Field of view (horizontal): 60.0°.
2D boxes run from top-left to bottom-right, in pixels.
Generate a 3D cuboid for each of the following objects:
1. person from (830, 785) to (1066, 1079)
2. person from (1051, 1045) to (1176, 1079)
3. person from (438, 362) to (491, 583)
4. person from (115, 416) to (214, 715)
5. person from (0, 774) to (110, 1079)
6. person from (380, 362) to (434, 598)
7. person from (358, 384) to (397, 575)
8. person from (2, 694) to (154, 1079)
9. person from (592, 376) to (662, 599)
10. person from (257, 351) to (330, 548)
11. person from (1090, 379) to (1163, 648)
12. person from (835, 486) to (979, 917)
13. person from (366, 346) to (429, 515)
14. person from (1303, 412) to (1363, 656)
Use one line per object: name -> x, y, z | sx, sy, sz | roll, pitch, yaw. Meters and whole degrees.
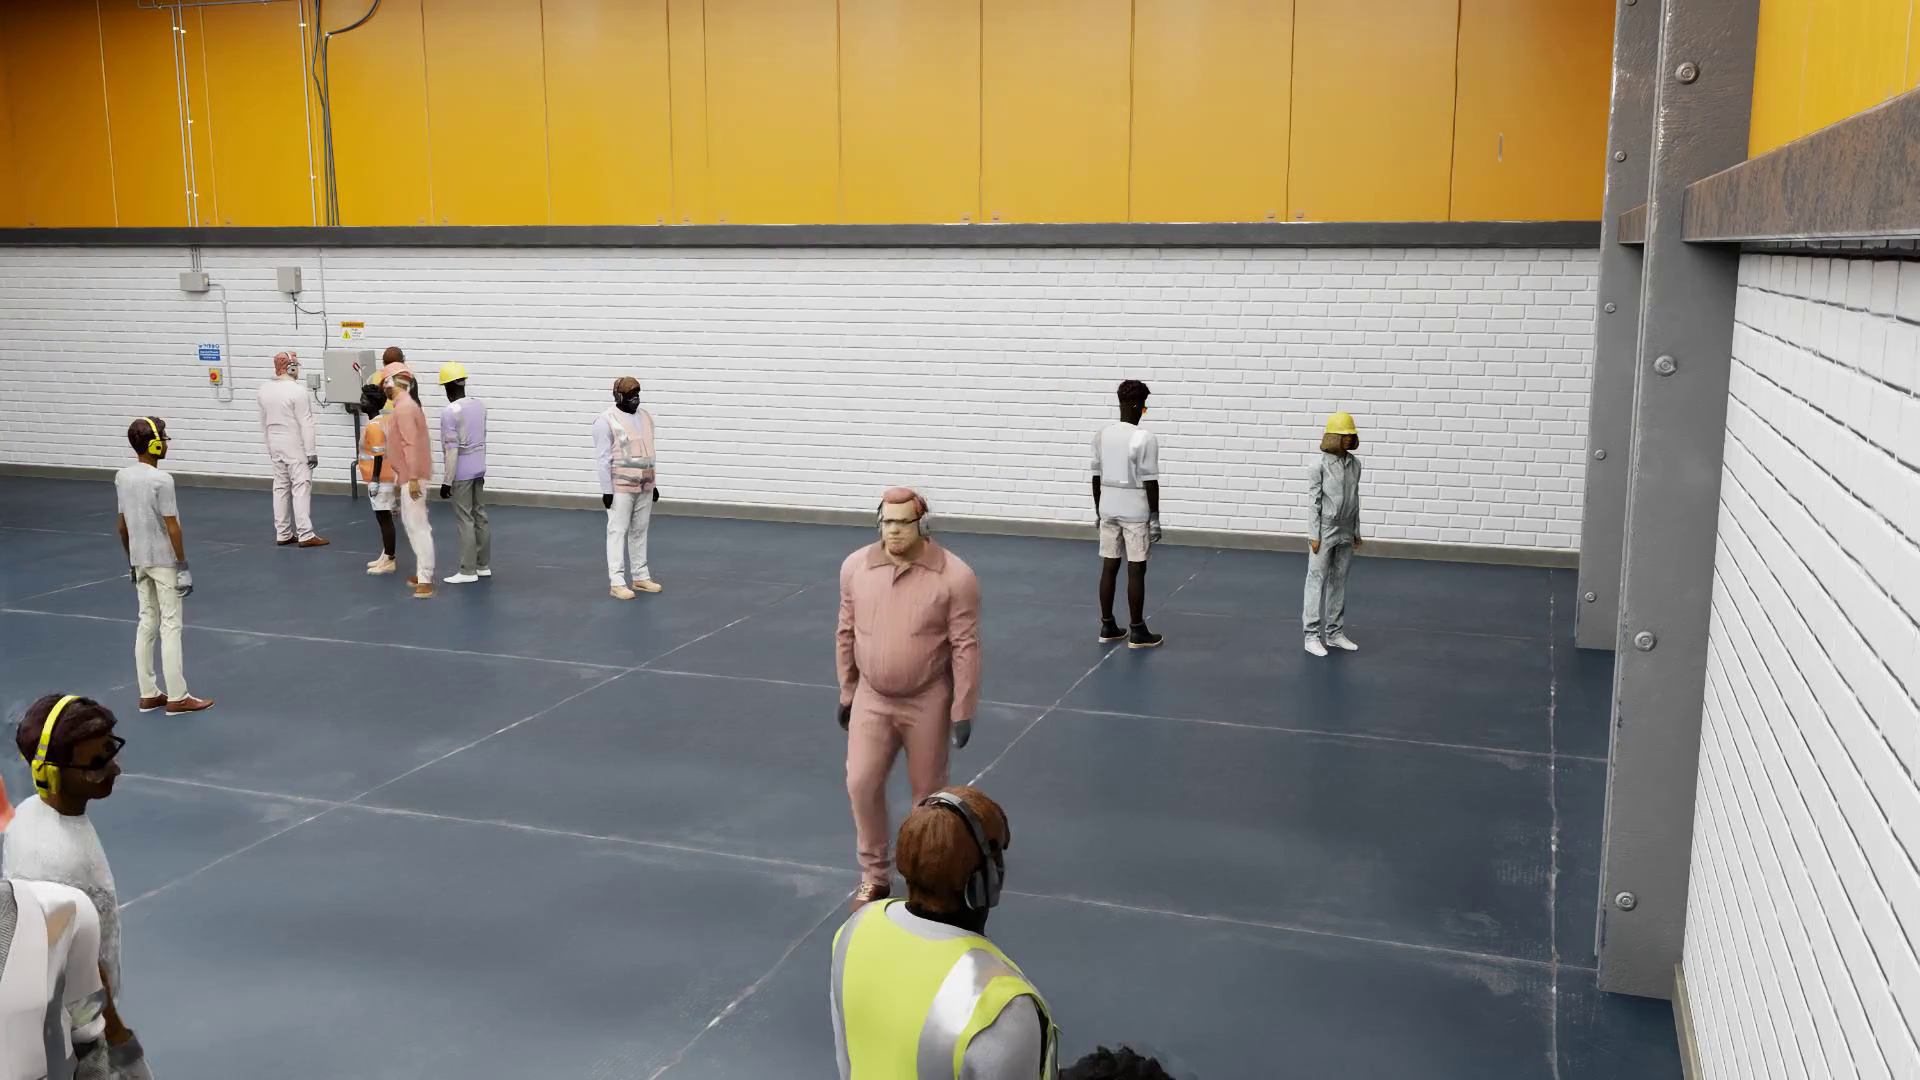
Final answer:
person -> 0.000, 1.405, 3.461 | 0.429, 1.846, 0.630 | -7, 12, -36
person -> 0.440, 1.616, 2.807 | 0.815, 1.660, 0.557 | -5, 11, -26
person -> -4.317, -0.579, 14.427 | 0.381, 1.917, 0.585 | 3, 10, 16
person -> -5.009, 0.163, 10.394 | 0.545, 1.870, 0.324 | 5, 11, 24
person -> -2.033, 1.355, 3.473 | 0.542, 1.939, 0.364 | -9, 13, -41
person -> -4.626, -0.504, 13.954 | 0.395, 1.947, 0.769 | -3, 10, -16
person -> -5.196, -0.544, 14.845 | 0.318, 1.700, 0.537 | -3, 10, -16
person -> -2.324, 1.273, 4.316 | 0.921, 1.823, 0.543 | -6, 12, -31
person -> -2.749, -0.443, 13.876 | 0.429, 1.843, 0.630 | 7, 12, 33
person -> -6.471, -0.878, 16.144 | 0.642, 1.909, 0.408 | 5, 11, 27
person -> 1.227, -0.194, 12.142 | 0.387, 1.959, 0.601 | -10, 14, -43
person -> -0.260, 0.715, 7.206 | 0.671, 1.887, 0.659 | 2, 10, 14
person -> -6.045, -1.160, 17.913 | 0.634, 1.843, 0.429 | 3, 11, 17
person -> 2.697, -0.048, 11.926 | 0.484, 1.744, 0.295 | -6, 12, -32
